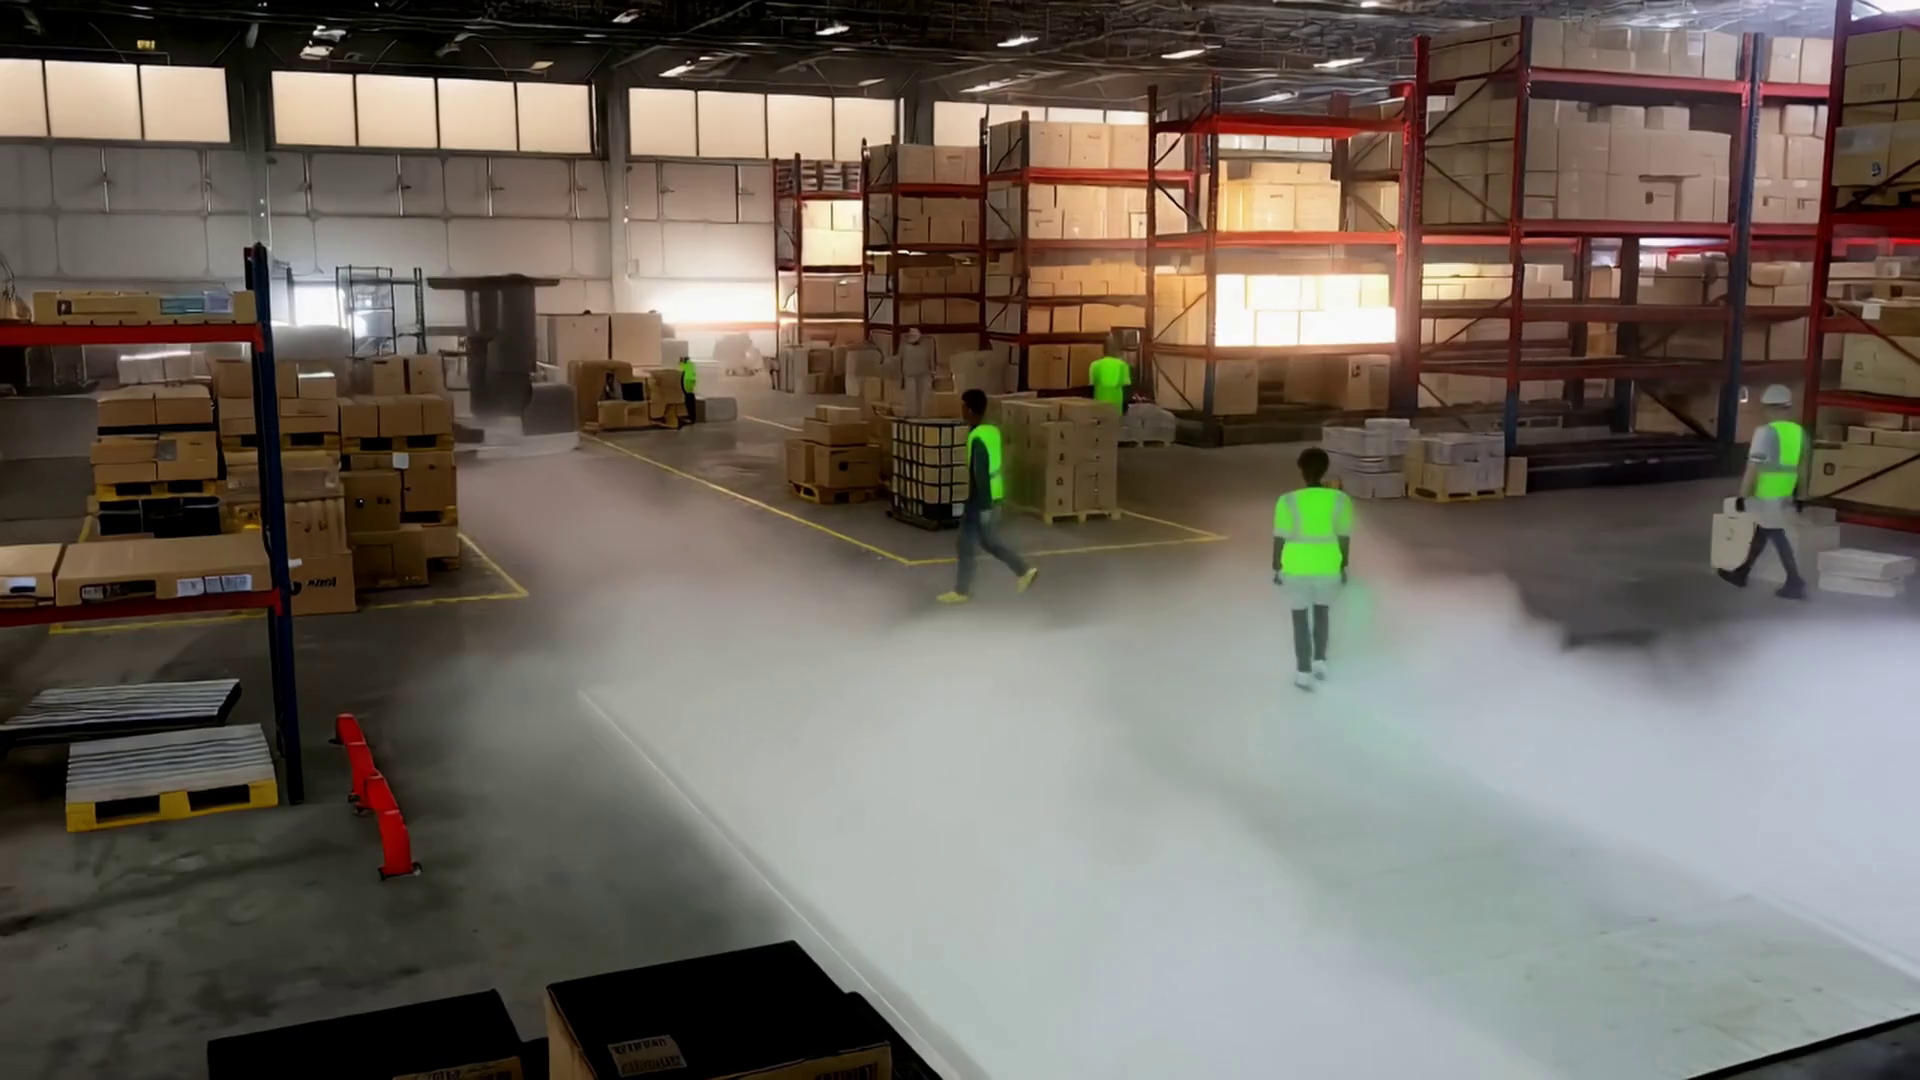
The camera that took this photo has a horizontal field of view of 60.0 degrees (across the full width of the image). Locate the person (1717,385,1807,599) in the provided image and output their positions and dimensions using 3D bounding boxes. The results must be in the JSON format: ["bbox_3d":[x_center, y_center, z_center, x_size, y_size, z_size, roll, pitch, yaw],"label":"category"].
[{"bbox_3d":[7.270,-0.442,14.918,0.563,1.885,0.987,-4,10,-24],"label":"person"}]

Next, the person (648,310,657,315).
[{"bbox_3d":[-8.110,-5.122,43.921,0.634,1.904,0.988,-7,12,-37],"label":"person"}]

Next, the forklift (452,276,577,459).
[{"bbox_3d":[-7.147,-2.774,26.294,1.129,2.768,1.873,8,12,40],"label":"forklift"}]

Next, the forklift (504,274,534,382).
[{"bbox_3d":[-11.287,-5.374,42.426,1.873,2.768,1.129,-4,10,-25],"label":"forklift"}]

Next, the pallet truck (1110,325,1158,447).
[{"bbox_3d":[2.881,-2.596,27.923,0.823,1.965,1.885,-1,9,-7],"label":"pallet truck"}]

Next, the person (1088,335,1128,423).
[{"bbox_3d":[2.222,-2.080,24.849,0.603,1.951,0.640,0,9,-2],"label":"person"}]

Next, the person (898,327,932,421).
[{"bbox_3d":[-0.840,-2.965,30.533,0.642,1.895,0.631,-4,10,-24],"label":"person"}]

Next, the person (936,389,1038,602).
[{"bbox_3d":[0.236,-0.378,14.505,0.805,1.894,0.598,1,9,9],"label":"person"}]

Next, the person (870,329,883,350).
[{"bbox_3d":[-2.068,-4.804,42.751,0.522,1.639,0.310,0,9,2],"label":"person"}]

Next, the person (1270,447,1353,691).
[{"bbox_3d":[2.423,0.186,11.611,0.552,1.677,0.565,-1,9,-3],"label":"person"}]
